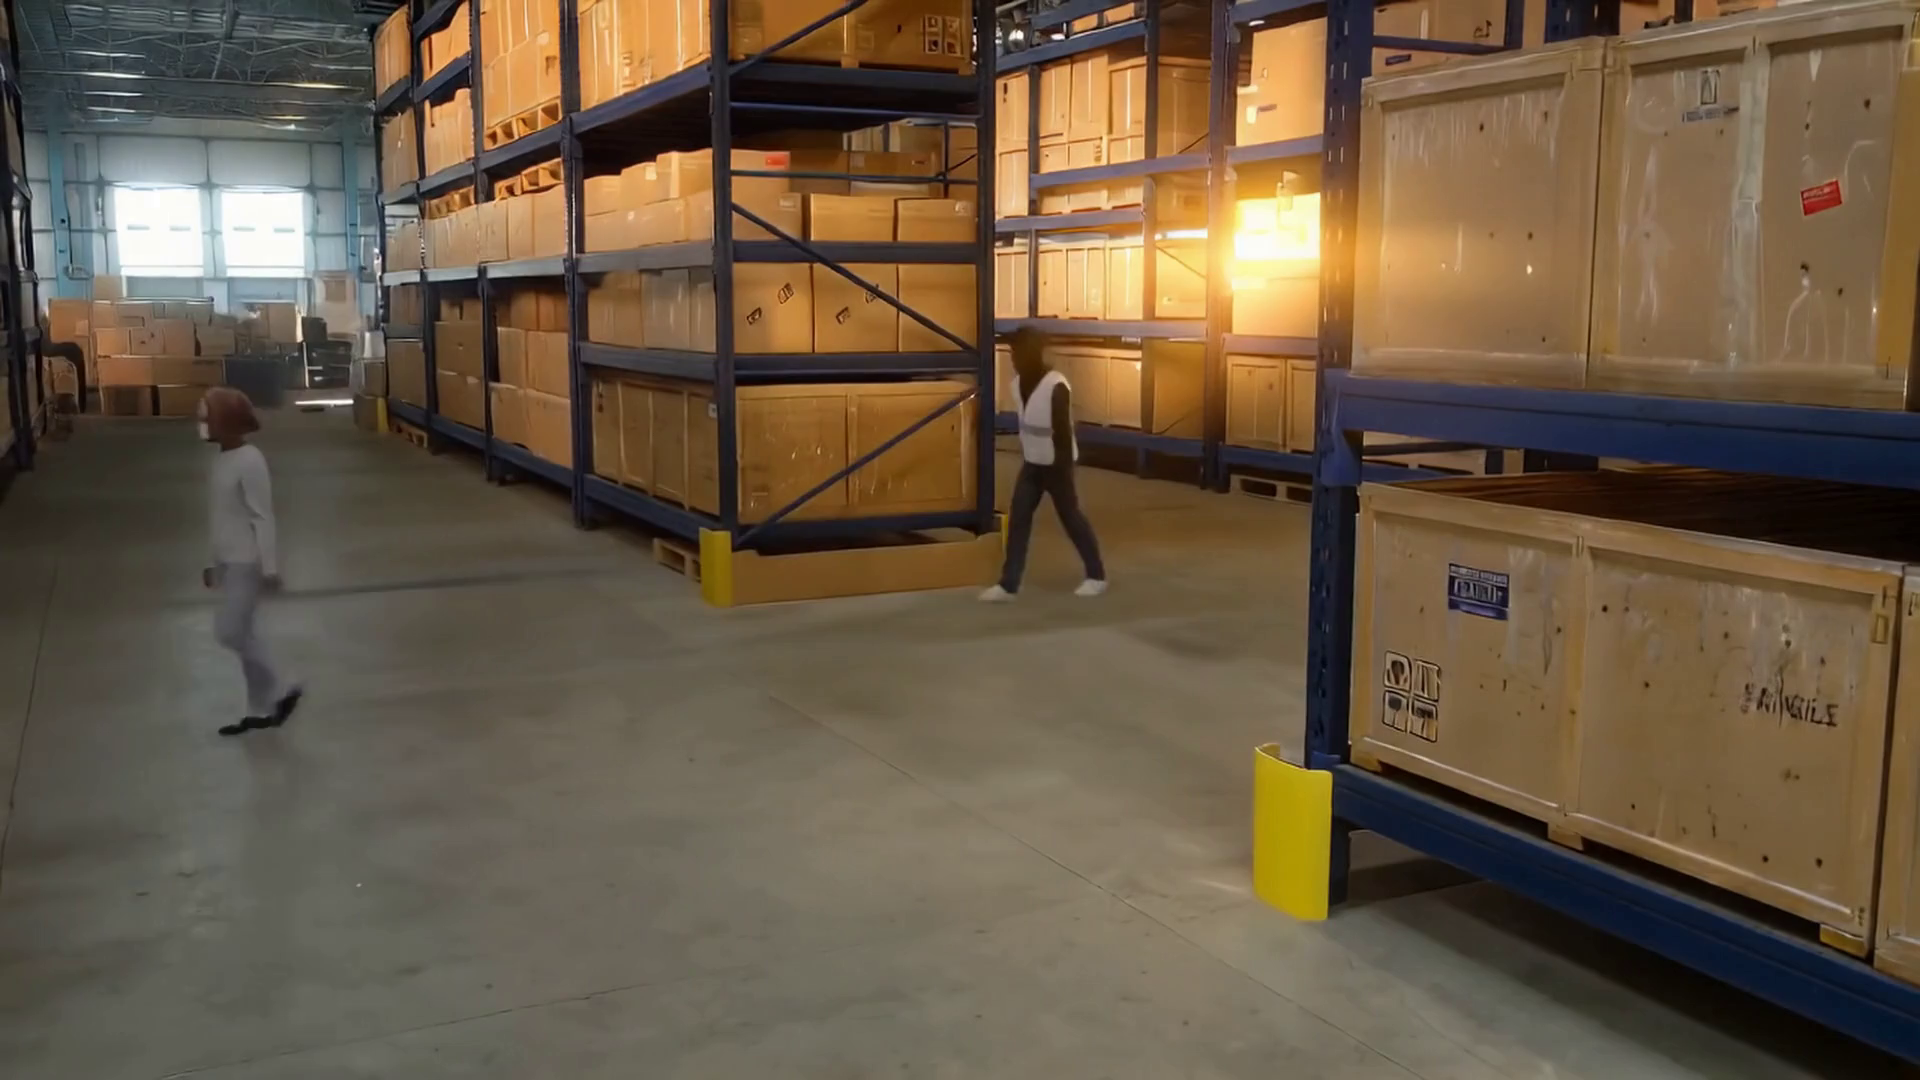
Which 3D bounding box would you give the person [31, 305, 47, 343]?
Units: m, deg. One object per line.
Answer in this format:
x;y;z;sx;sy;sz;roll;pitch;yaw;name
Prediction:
-26.244;-5.765;47.303;0.650;1.889;0.984;7;11;42;person

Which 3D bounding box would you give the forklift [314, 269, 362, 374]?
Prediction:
-16.677;-5.853;44.451;1.129;2.768;1.873;-2;8;-12;forklift

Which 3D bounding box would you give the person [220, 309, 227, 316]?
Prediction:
-27.619;-7.848;62.510;0.369;1.627;0.522;-5;10;-31;person

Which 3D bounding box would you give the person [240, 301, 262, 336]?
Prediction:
-13.904;-3.676;32.536;0.625;1.973;0.630;1;8;10;person

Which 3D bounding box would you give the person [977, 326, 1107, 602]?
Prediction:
0.605;-0.508;11.173;0.971;1.850;0.631;-5;10;-32;person

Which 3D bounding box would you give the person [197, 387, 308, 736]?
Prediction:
-3.319;0.109;7.640;0.353;1.622;0.510;-7;11;-41;person

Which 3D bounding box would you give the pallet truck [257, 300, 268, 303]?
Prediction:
-23.913;-7.404;58.171;1.885;1.965;0.823;-1;8;-9;pallet truck
